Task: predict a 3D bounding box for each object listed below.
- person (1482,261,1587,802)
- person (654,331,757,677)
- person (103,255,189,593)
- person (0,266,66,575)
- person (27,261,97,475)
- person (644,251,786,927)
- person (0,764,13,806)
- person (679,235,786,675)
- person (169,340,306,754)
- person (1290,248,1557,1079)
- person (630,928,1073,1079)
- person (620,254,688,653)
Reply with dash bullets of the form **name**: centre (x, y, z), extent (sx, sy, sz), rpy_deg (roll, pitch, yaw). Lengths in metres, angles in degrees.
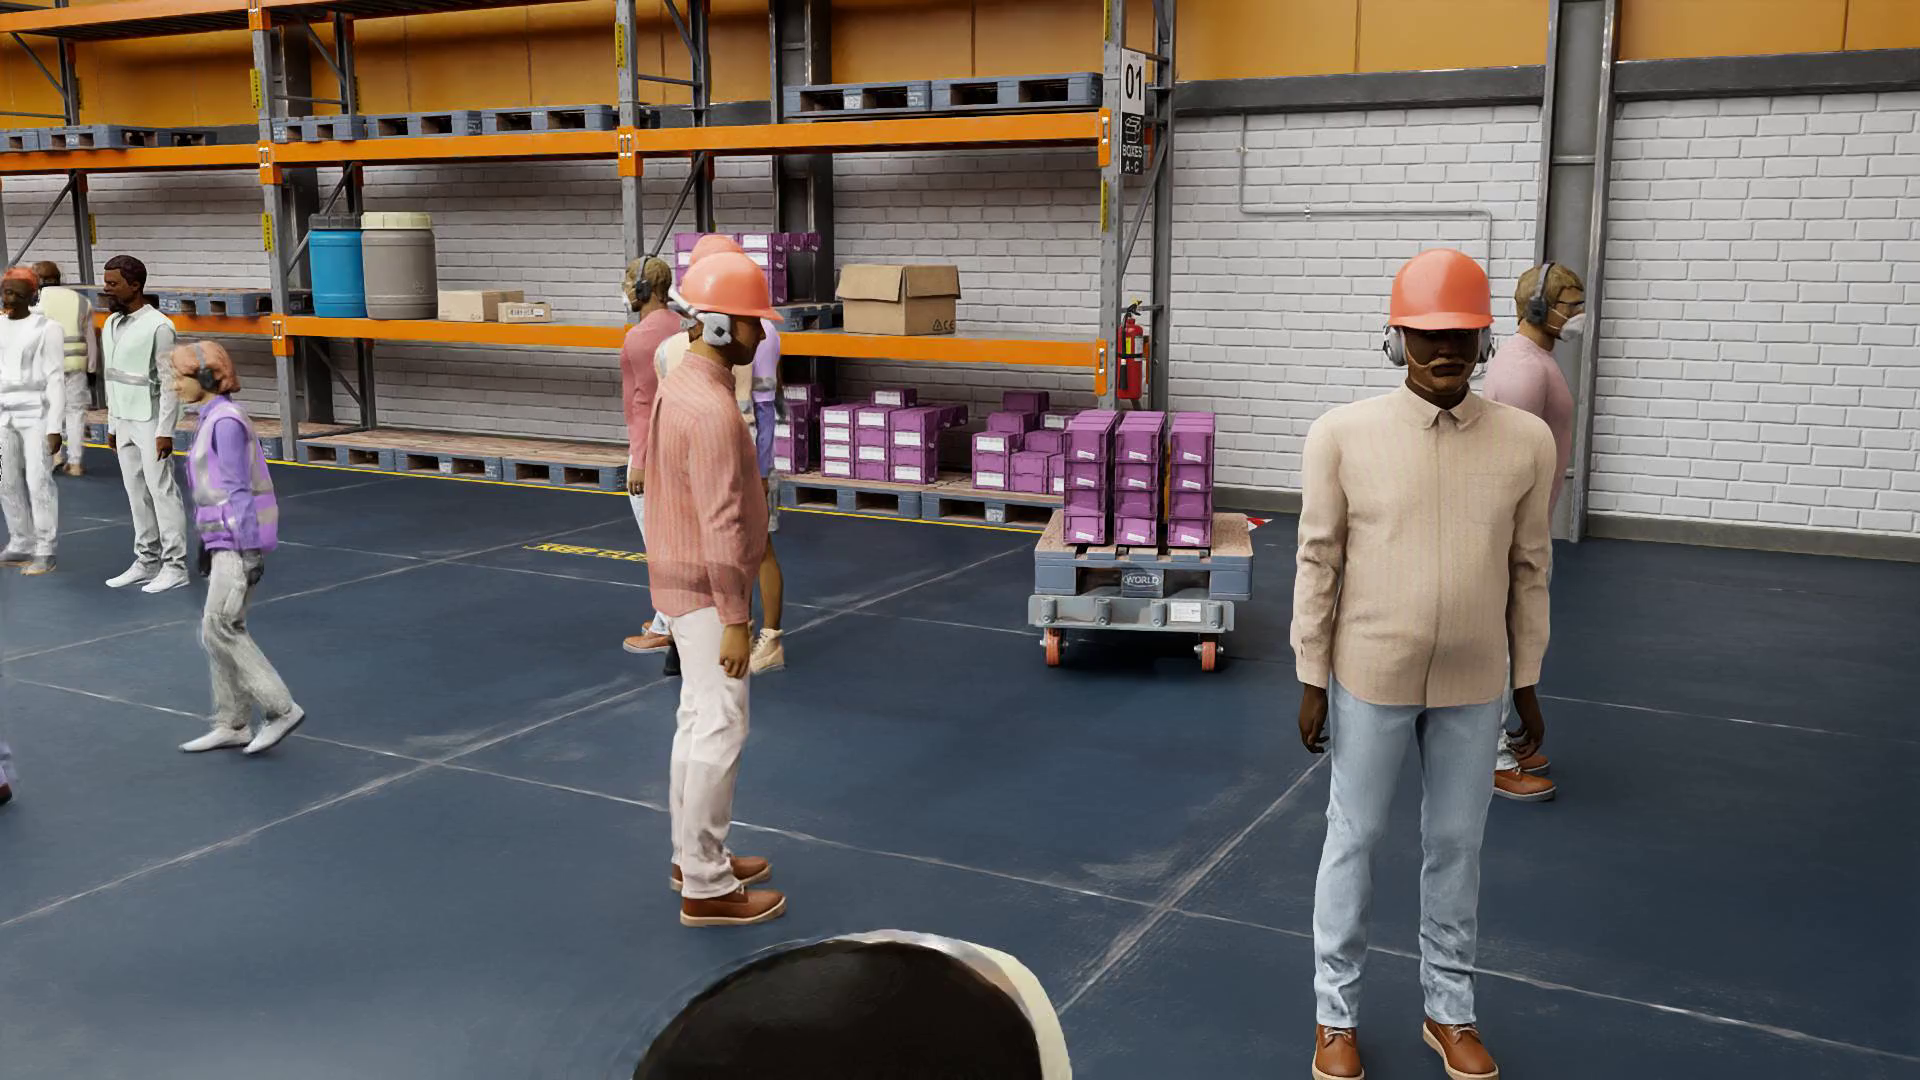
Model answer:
- **person**: centre (2.044, -0.038, 6.066), extent (0.353, 1.936, 0.635), rpy_deg (3, 11, 17)
- **person**: centre (-1.125, -0.306, 7.578), extent (0.555, 1.922, 0.390), rpy_deg (7, 12, 33)
- **person**: centre (-4.686, -0.664, 9.551), extent (0.590, 1.919, 0.392), rpy_deg (6, 12, 31)
- **person**: centre (-5.634, -0.704, 9.978), extent (0.707, 1.858, 0.341), rpy_deg (4, 11, 19)
- **person**: centre (-7.678, -1.453, 14.148), extent (0.488, 1.815, 0.669), rpy_deg (9, 14, 40)
- **person**: centre (-0.712, 0.153, 4.901), extent (0.410, 1.980, 0.630), rpy_deg (-3, 11, -18)
- **person**: centre (-3.609, 0.126, 5.406), extent (0.660, 1.850, 0.989), rpy_deg (6, 12, 31)
- **person**: centre (-1.070, -0.379, 7.699), extent (0.433, 2.034, 0.602), rpy_deg (-9, 14, -41)
- **person**: centre (-2.827, 0.041, 6.475), extent (0.505, 1.625, 0.569), rpy_deg (-5, 12, -28)
- **person**: centre (1.091, 0.321, 3.939), extent (0.613, 1.994, 0.382), rpy_deg (0, 10, -2)
- **person**: centre (-0.089, 0.901, 0.997), extent (0.412, 1.925, 0.703), rpy_deg (8, 13, 39)
- **person**: centre (-1.475, -0.416, 8.133), extent (0.356, 1.938, 0.638), rpy_deg (2, 10, 8)
